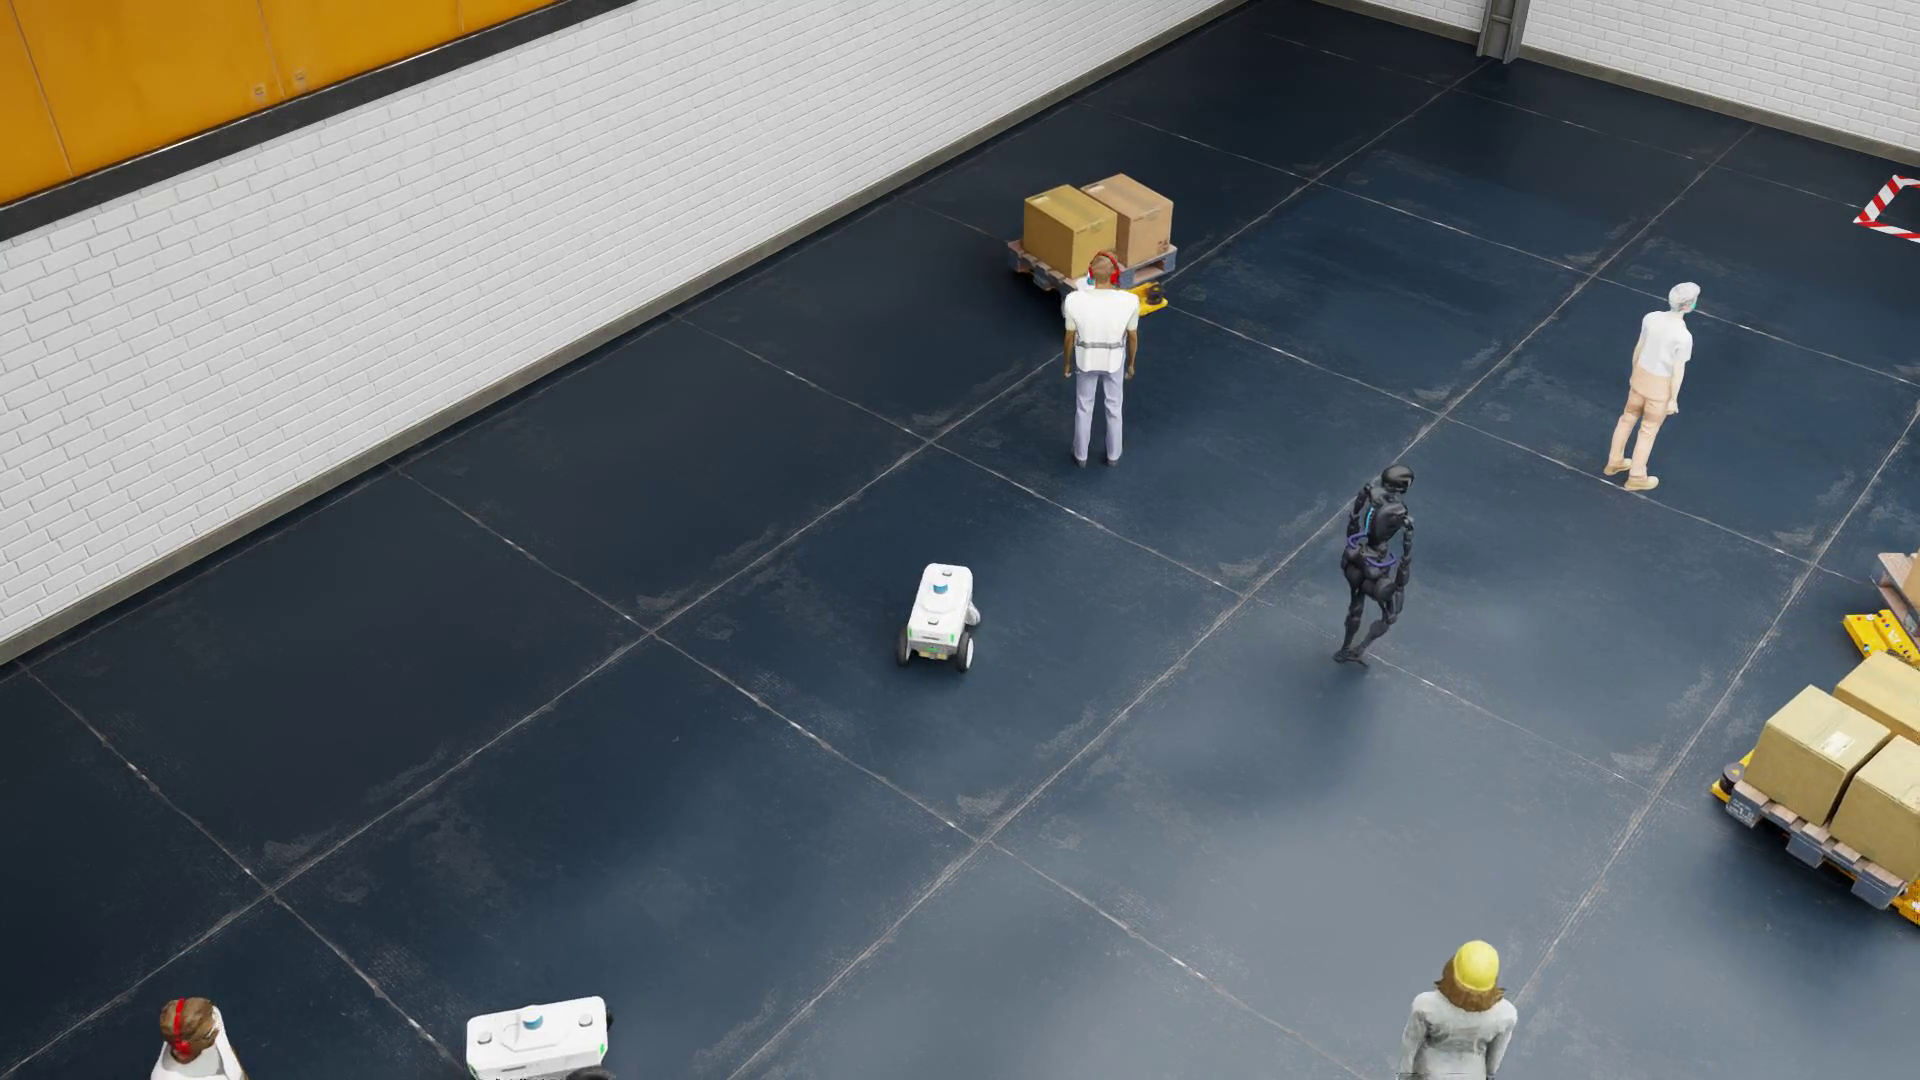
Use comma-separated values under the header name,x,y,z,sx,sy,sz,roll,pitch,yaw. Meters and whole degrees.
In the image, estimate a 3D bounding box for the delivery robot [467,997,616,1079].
name,x,y,z,sx,sy,sz,roll,pitch,yaw
delivery robot,-2.185,2.673,8.756,0.815,0.614,0.499,-7,39,-9

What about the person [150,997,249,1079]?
name,x,y,z,sx,sy,sz,roll,pitch,yaw
person,-3.424,2.720,7.668,0.418,1.830,0.589,-1,39,-1

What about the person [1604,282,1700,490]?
name,x,y,z,sx,sy,sz,roll,pitch,yaw
person,5.245,-1.174,12.565,0.326,1.747,0.478,-15,41,-17

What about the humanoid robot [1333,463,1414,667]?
name,x,y,z,sx,sy,sz,roll,pitch,yaw
humanoid robot,2.707,0.171,10.957,0.357,1.648,0.609,-20,43,-23

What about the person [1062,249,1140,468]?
name,x,y,z,sx,sy,sz,roll,pitch,yaw
person,1.061,-1.346,12.706,0.563,1.839,0.396,2,39,3

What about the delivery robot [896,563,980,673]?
name,x,y,z,sx,sy,sz,roll,pitch,yaw
delivery robot,-0.127,0.539,11.403,0.525,0.612,0.784,6,39,8

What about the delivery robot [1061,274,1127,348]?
name,x,y,z,sx,sy,sz,roll,pitch,yaw
delivery robot,1.157,-2.059,14.607,0.499,0.586,0.773,-11,40,-13

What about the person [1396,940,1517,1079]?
name,x,y,z,sx,sy,sz,roll,pitch,yaw
person,2.333,2.540,7.969,0.489,1.729,0.455,7,39,9

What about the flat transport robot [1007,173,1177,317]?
name,x,y,z,sx,sy,sz,roll,pitch,yaw
flat transport robot,1.191,-2.410,15.278,0.659,0.231,1.431,-25,45,-28

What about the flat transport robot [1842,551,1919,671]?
name,x,y,z,sx,sy,sz,roll,pitch,yaw
flat transport robot,6.920,0.714,11.400,1.431,0.231,0.659,-1,39,-1

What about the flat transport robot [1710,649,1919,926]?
name,x,y,z,sx,sy,sz,roll,pitch,yaw
flat transport robot,5.412,1.738,10.129,0.659,0.231,1.431,-27,46,-30
